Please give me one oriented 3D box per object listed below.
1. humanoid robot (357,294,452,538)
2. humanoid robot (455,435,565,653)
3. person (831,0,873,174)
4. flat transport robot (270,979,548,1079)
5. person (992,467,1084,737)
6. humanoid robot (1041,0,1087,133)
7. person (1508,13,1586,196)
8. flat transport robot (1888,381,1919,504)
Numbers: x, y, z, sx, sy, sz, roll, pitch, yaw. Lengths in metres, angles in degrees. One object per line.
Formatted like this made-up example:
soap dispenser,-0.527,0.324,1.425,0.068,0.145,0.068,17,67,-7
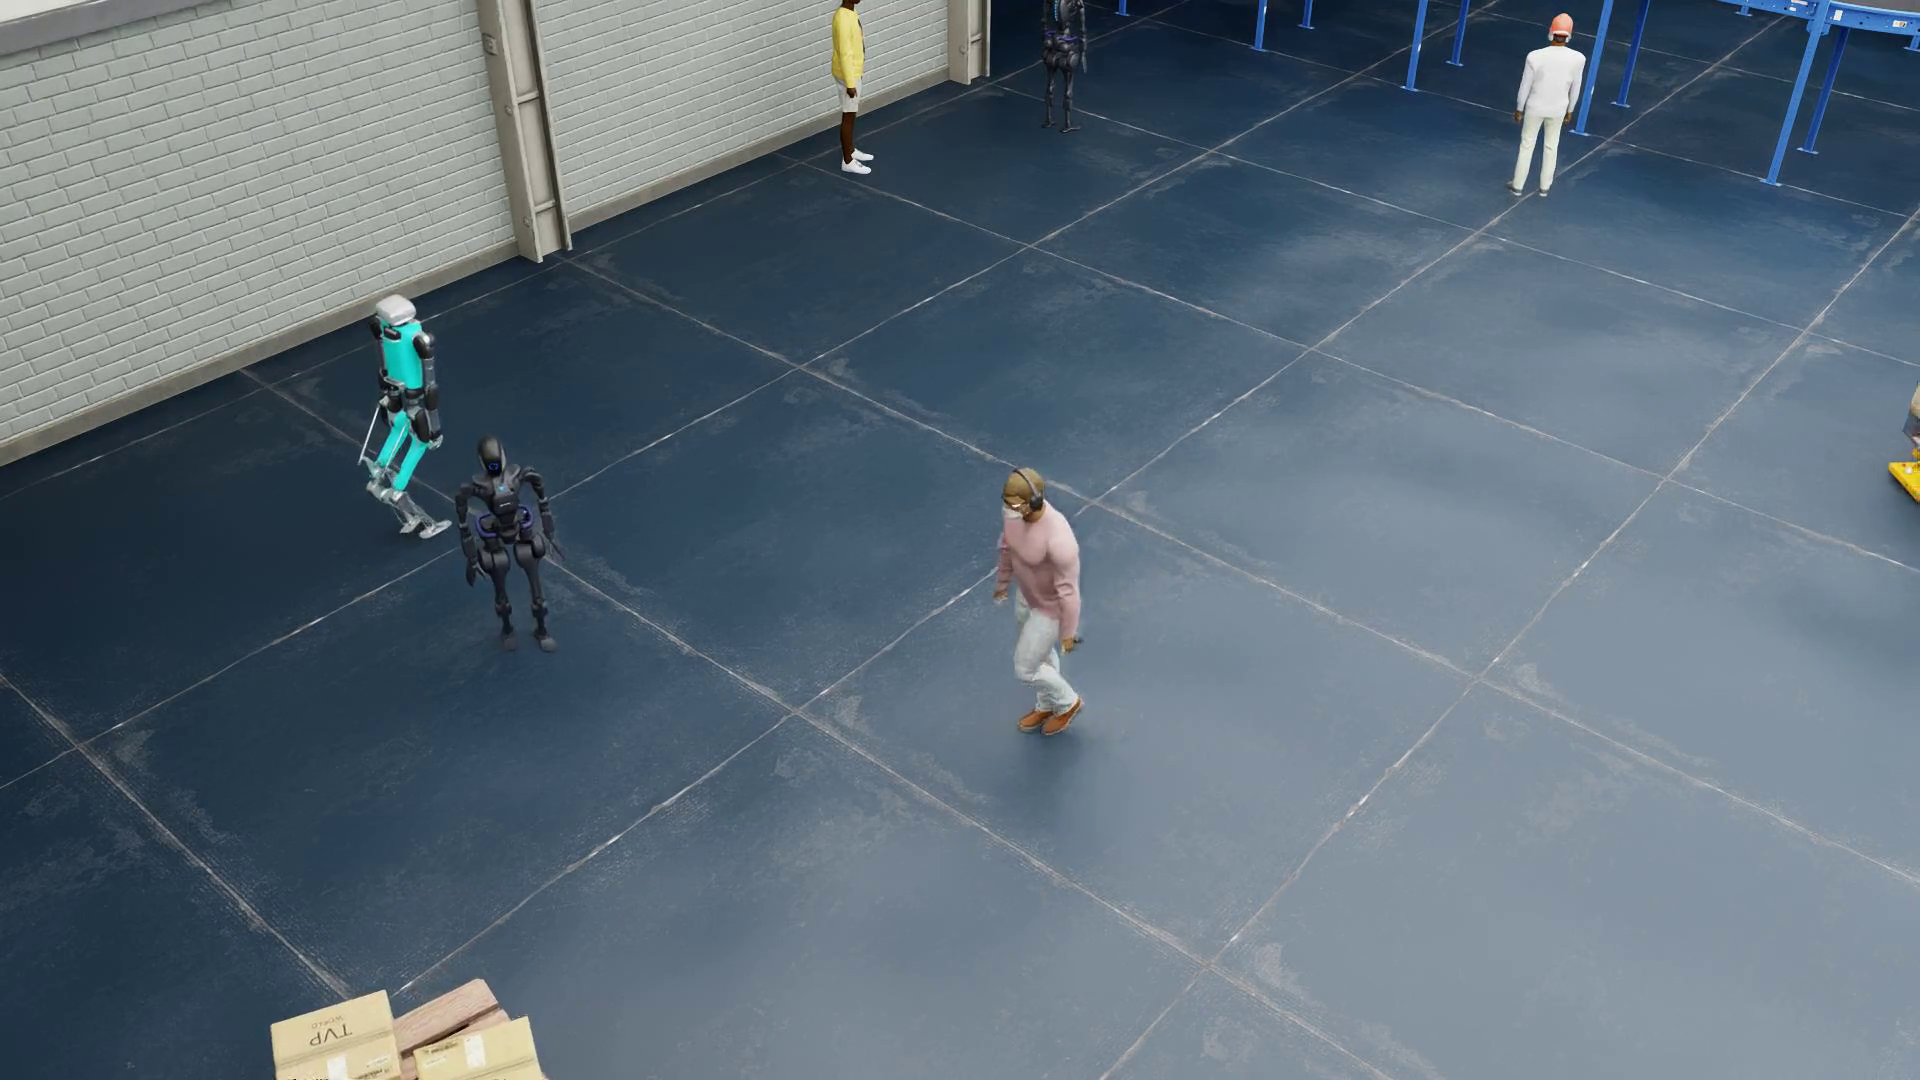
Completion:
humanoid robot,-3.795,-0.729,11.117,0.547,1.767,0.686,21,41,27
humanoid robot,-2.750,0.010,10.176,0.610,1.633,0.466,-17,39,-22
person,-1.078,-4.589,16.428,0.377,1.899,0.544,2,35,2
flat transport robot,-2.445,2.783,7.480,0.659,0.231,1.431,-23,41,-29
person,0.448,0.370,9.464,0.479,1.904,0.669,-15,38,-20
humanoid robot,1.061,-5.112,17.339,0.599,1.657,0.315,27,43,32
person,5.621,-4.168,15.962,0.570,1.747,0.343,4,36,5
flat transport robot,7.555,-0.411,11.964,1.431,0.231,0.659,-1,35,-2
